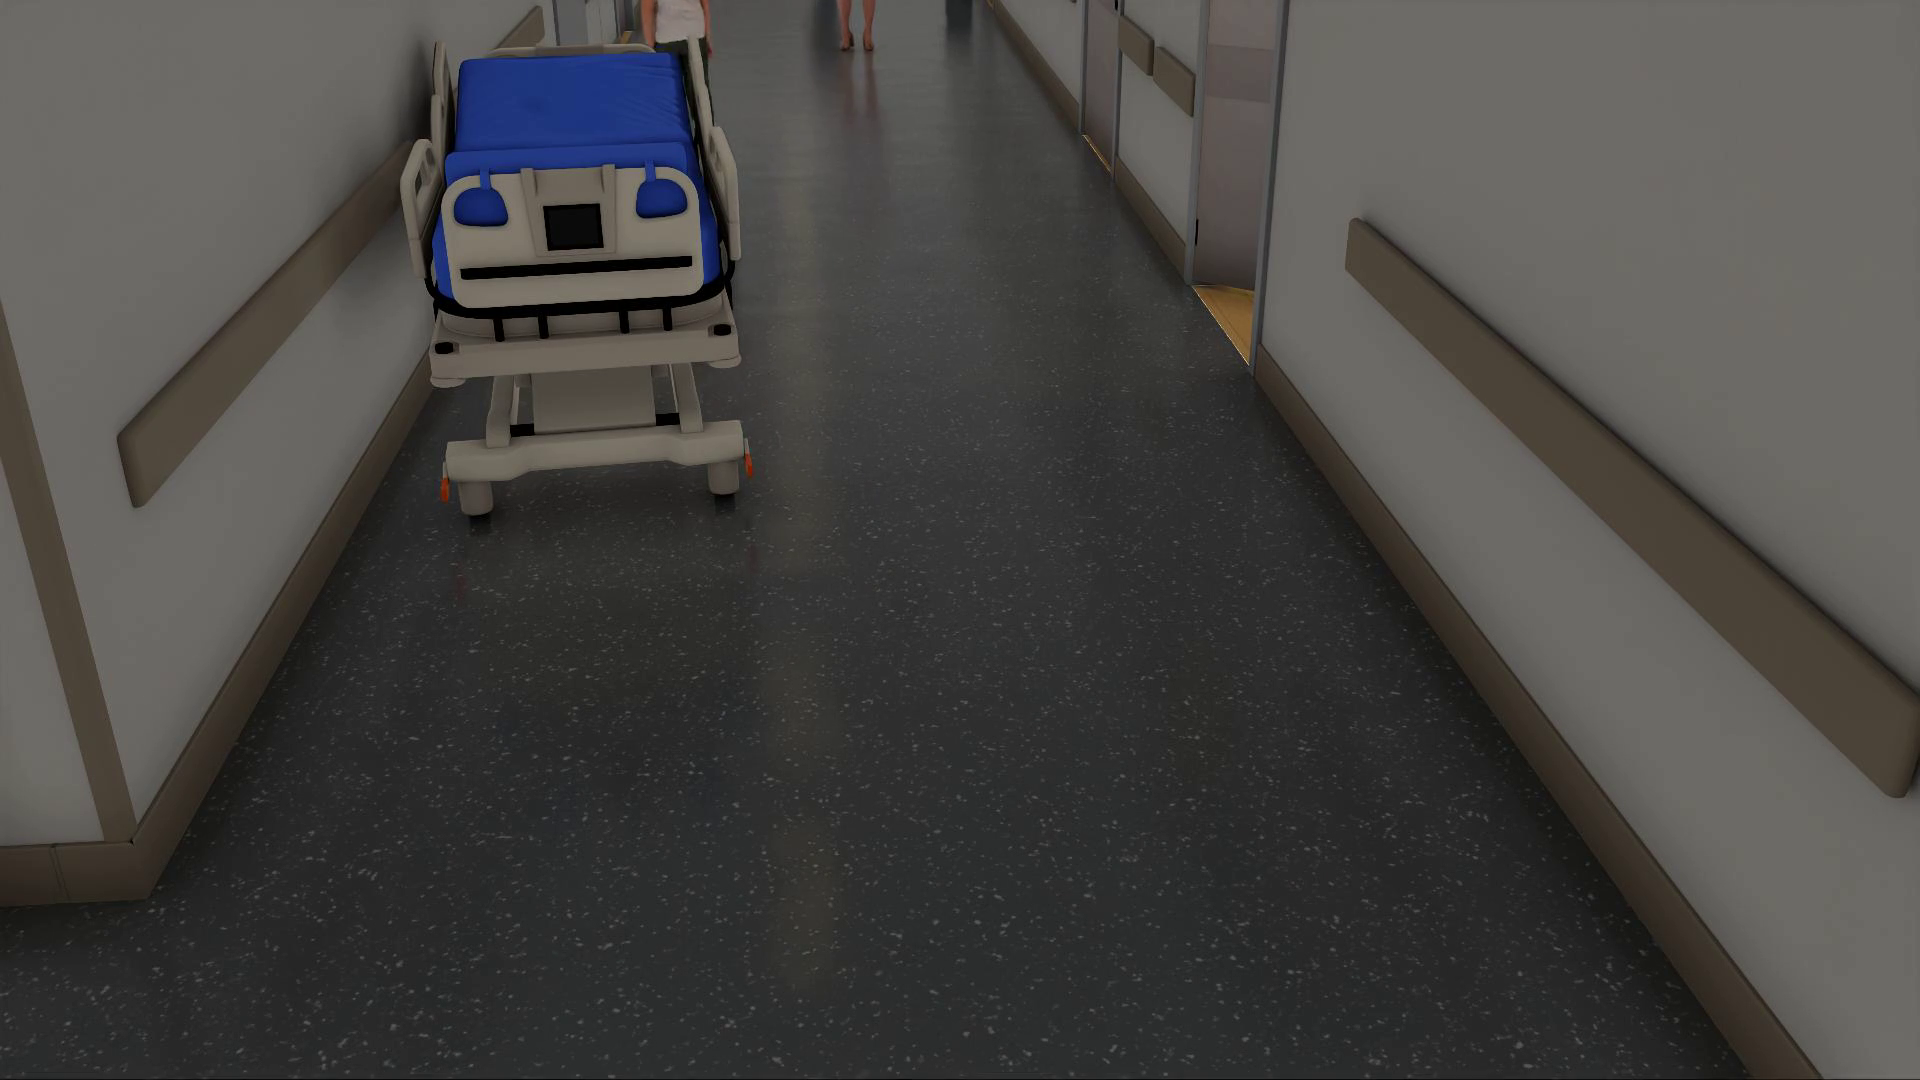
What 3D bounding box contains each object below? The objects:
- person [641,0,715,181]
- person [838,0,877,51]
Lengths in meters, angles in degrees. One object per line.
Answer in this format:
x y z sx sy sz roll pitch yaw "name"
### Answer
-1.628 -2.900 9.790 0.923 1.638 0.772 -9 27 -17 "person"
-0.881 -5.101 14.197 0.588 1.774 0.721 0 26 0 "person"
